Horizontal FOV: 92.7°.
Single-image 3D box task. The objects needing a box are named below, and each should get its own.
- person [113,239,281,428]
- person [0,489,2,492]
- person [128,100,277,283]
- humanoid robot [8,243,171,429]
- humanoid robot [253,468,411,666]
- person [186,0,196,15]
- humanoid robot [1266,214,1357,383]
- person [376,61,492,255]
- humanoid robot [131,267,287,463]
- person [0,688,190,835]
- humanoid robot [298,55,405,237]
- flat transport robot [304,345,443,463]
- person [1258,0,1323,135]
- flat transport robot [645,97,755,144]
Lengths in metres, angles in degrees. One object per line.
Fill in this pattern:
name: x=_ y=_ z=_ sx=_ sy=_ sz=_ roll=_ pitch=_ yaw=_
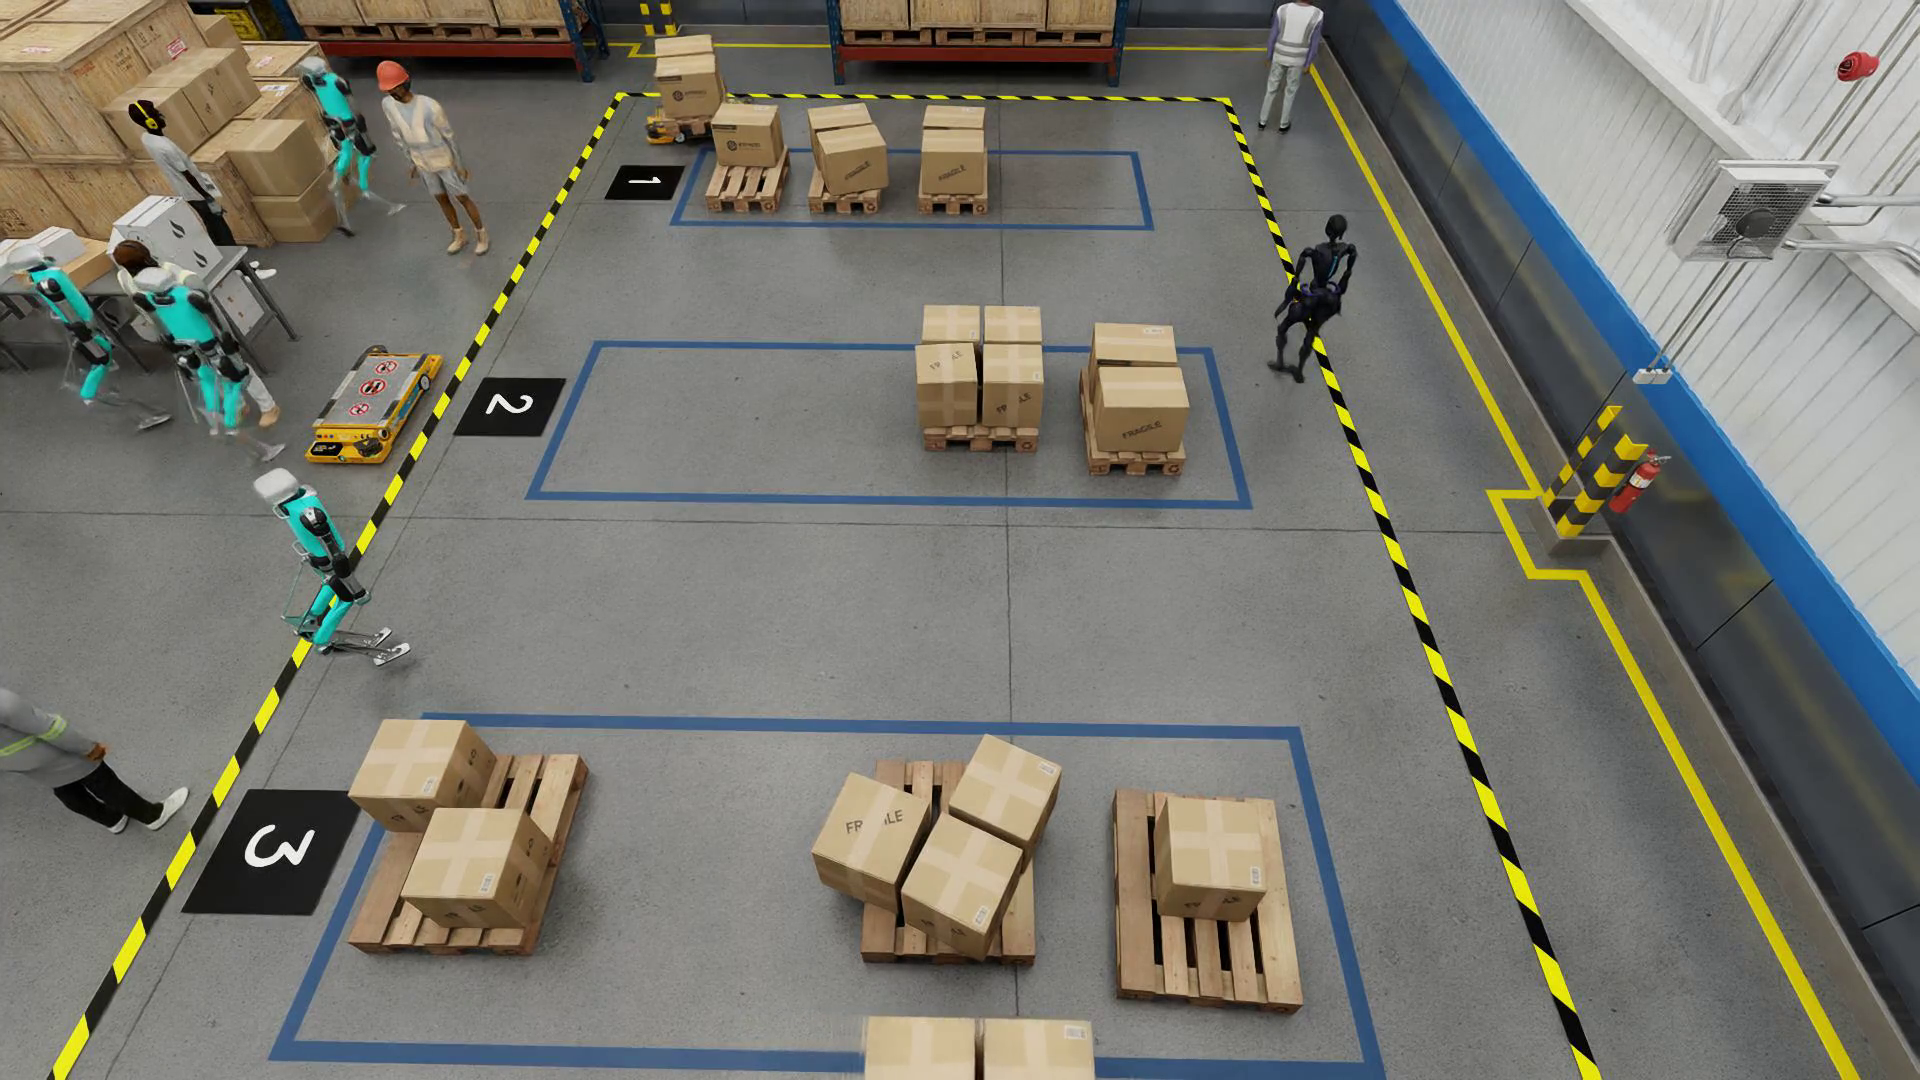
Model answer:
person: x=-6.496 y=-1.732 z=7.807 sx=0.630 sy=1.834 sz=0.431 roll=0 pitch=50 yaw=0
person: x=-8.643 y=-1.140 z=7.331 sx=0.954 sy=1.799 sz=0.523 roll=21 pitch=53 yaw=17
person: x=-7.696 y=-3.492 z=9.272 sx=0.518 sy=1.873 sz=0.328 roll=26 pitch=55 yaw=21
humanoid robot: x=-7.473 y=-1.588 z=7.757 sx=0.666 sy=1.804 sz=0.543 roll=-29 pitch=56 yaw=-22
humanoid robot: x=-4.295 y=0.304 z=6.062 sx=0.533 sy=1.673 sz=0.735 roll=33 pitch=57 yaw=25
person: x=-10.522 y=-7.034 z=12.271 sx=0.740 sy=1.880 sz=0.620 roll=20 pitch=53 yaw=16
humanoid robot: x=3.194 y=-2.164 z=8.275 sx=0.609 sy=1.643 sz=0.367 roll=-7 pitch=50 yaw=-6
person: x=-5.465 y=-3.912 z=9.516 sx=0.611 sy=2.041 sz=0.391 roll=3 pitch=50 yaw=3
humanoid robot: x=-6.158 y=-1.263 z=7.519 sx=0.530 sy=1.856 sz=0.728 roll=-1 pitch=50 yaw=-1
person: x=-5.341 y=1.179 z=5.332 sx=0.591 sy=1.851 sz=0.400 roll=0 pitch=50 yaw=0
humanoid robot: x=-6.792 y=-4.173 z=9.939 sx=0.546 sy=1.761 sz=0.964 roll=14 pitch=51 yaw=11
flat transport robot: x=-5.383 y=-1.269 z=8.441 sx=0.659 sy=0.231 sz=1.431 roll=1 pitch=50 yaw=1
person: x=4.118 y=-6.034 z=11.448 sx=0.589 sy=1.833 sz=0.404 roll=20 pitch=53 yaw=16
flat transport robot: x=-3.374 y=-5.507 z=12.008 sx=1.431 sy=0.197 sz=0.652 roll=-10 pitch=51 yaw=-9
